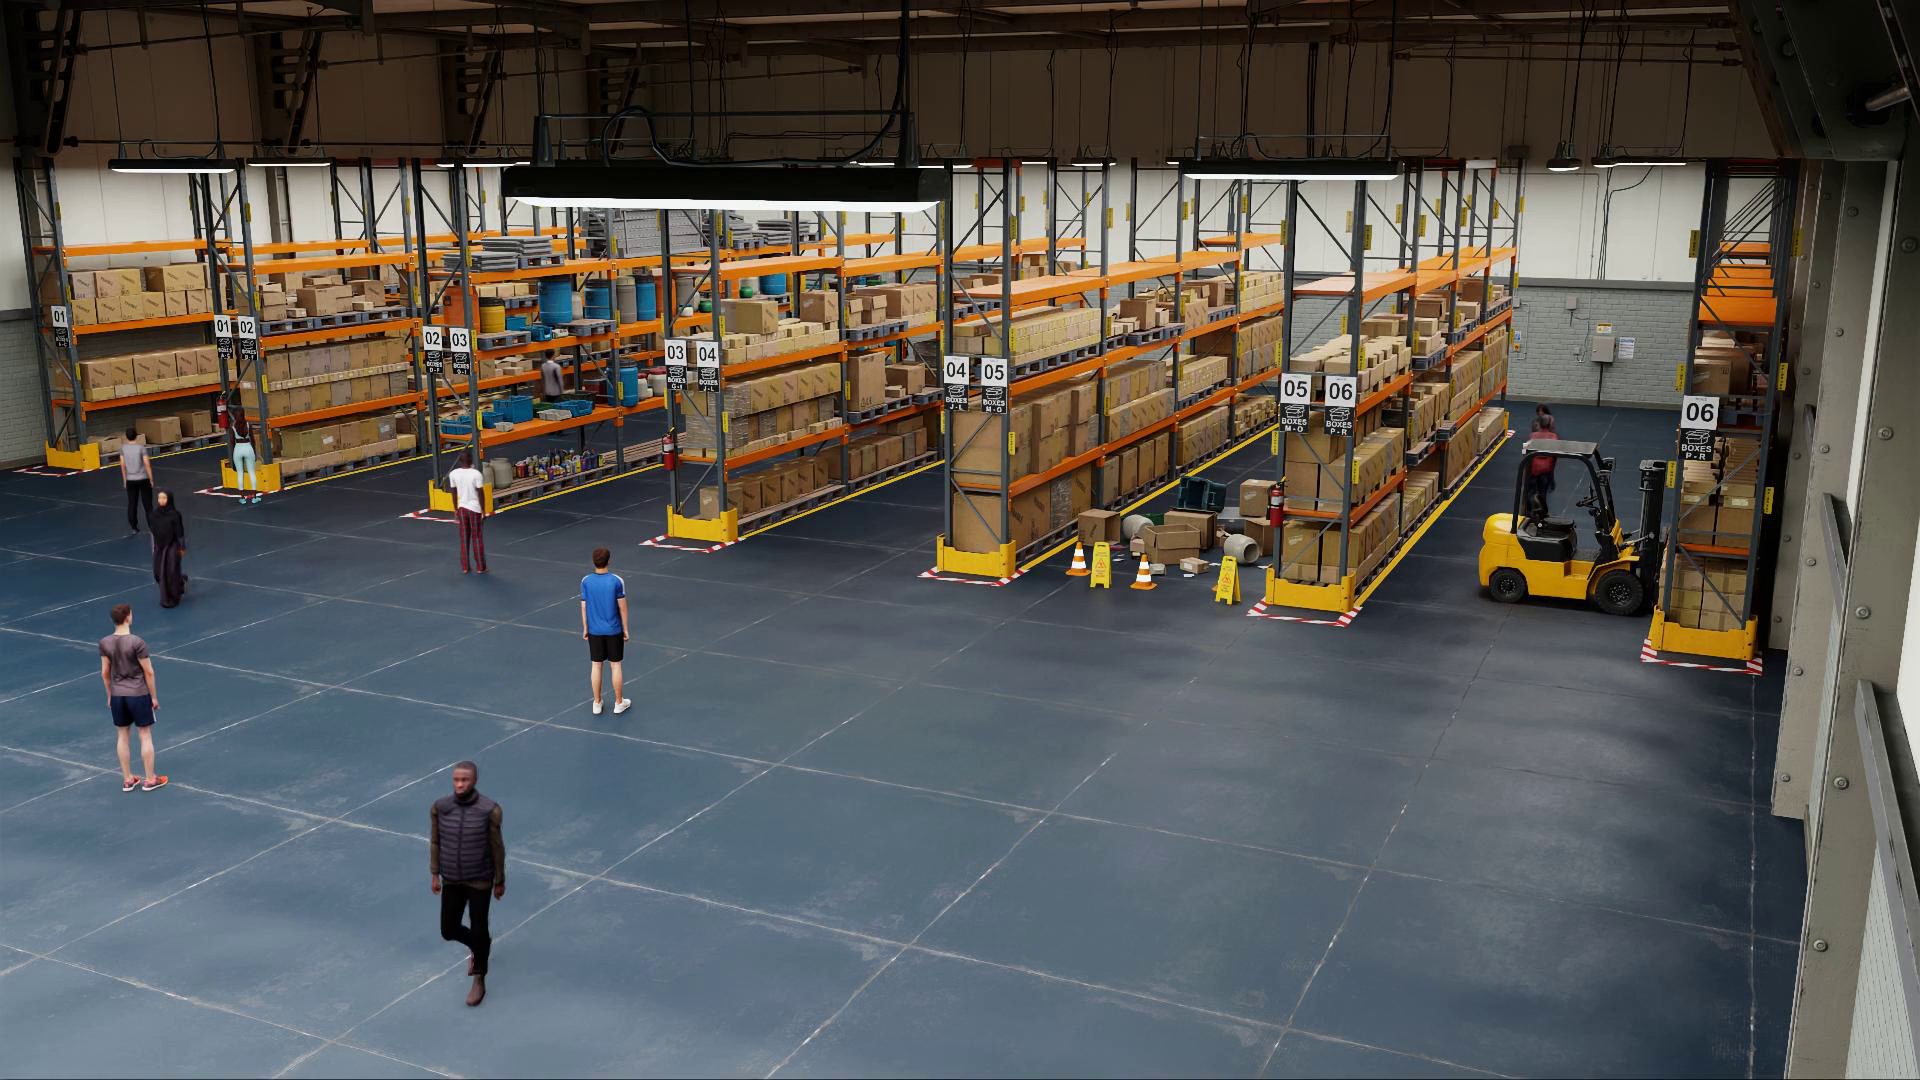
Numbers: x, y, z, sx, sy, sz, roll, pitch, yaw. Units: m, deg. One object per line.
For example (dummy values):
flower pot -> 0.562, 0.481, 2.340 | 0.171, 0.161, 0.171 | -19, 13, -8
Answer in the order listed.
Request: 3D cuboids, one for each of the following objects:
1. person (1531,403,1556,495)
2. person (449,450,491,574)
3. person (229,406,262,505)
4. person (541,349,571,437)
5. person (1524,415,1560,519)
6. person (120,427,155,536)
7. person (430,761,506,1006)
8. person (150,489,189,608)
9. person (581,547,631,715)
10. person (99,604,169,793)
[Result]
person -> 10.539, -1.612, 29.971 | 0.748, 1.694, 1.105 | 8, 15, 30
person -> -7.240, -0.426, 24.538 | 0.708, 1.835, 0.632 | 2, 13, 9
person -> -12.702, -1.516, 29.490 | 0.651, 1.724, 0.711 | -5, 14, -19
person -> -8.956, -3.252, 36.544 | 0.751, 1.923, 0.651 | 7, 15, 29
person -> 9.693, -1.155, 27.754 | 0.685, 1.803, 0.920 | 5, 14, 21
person -> -13.393, -0.974, 27.084 | 0.694, 1.754, 0.692 | -1, 13, -3
person -> -3.558, 2.448, 12.147 | 0.861, 1.825, 0.912 | 1, 13, 6
person -> -10.836, 0.090, 22.828 | 0.781, 1.600, 1.009 | 1, 13, 5
person -> -3.931, 0.983, 18.384 | 0.749, 1.865, 0.739 | 0, 13, -2
person -> -8.029, 1.518, 16.092 | 0.725, 1.858, 0.695 | 0, 13, 1
